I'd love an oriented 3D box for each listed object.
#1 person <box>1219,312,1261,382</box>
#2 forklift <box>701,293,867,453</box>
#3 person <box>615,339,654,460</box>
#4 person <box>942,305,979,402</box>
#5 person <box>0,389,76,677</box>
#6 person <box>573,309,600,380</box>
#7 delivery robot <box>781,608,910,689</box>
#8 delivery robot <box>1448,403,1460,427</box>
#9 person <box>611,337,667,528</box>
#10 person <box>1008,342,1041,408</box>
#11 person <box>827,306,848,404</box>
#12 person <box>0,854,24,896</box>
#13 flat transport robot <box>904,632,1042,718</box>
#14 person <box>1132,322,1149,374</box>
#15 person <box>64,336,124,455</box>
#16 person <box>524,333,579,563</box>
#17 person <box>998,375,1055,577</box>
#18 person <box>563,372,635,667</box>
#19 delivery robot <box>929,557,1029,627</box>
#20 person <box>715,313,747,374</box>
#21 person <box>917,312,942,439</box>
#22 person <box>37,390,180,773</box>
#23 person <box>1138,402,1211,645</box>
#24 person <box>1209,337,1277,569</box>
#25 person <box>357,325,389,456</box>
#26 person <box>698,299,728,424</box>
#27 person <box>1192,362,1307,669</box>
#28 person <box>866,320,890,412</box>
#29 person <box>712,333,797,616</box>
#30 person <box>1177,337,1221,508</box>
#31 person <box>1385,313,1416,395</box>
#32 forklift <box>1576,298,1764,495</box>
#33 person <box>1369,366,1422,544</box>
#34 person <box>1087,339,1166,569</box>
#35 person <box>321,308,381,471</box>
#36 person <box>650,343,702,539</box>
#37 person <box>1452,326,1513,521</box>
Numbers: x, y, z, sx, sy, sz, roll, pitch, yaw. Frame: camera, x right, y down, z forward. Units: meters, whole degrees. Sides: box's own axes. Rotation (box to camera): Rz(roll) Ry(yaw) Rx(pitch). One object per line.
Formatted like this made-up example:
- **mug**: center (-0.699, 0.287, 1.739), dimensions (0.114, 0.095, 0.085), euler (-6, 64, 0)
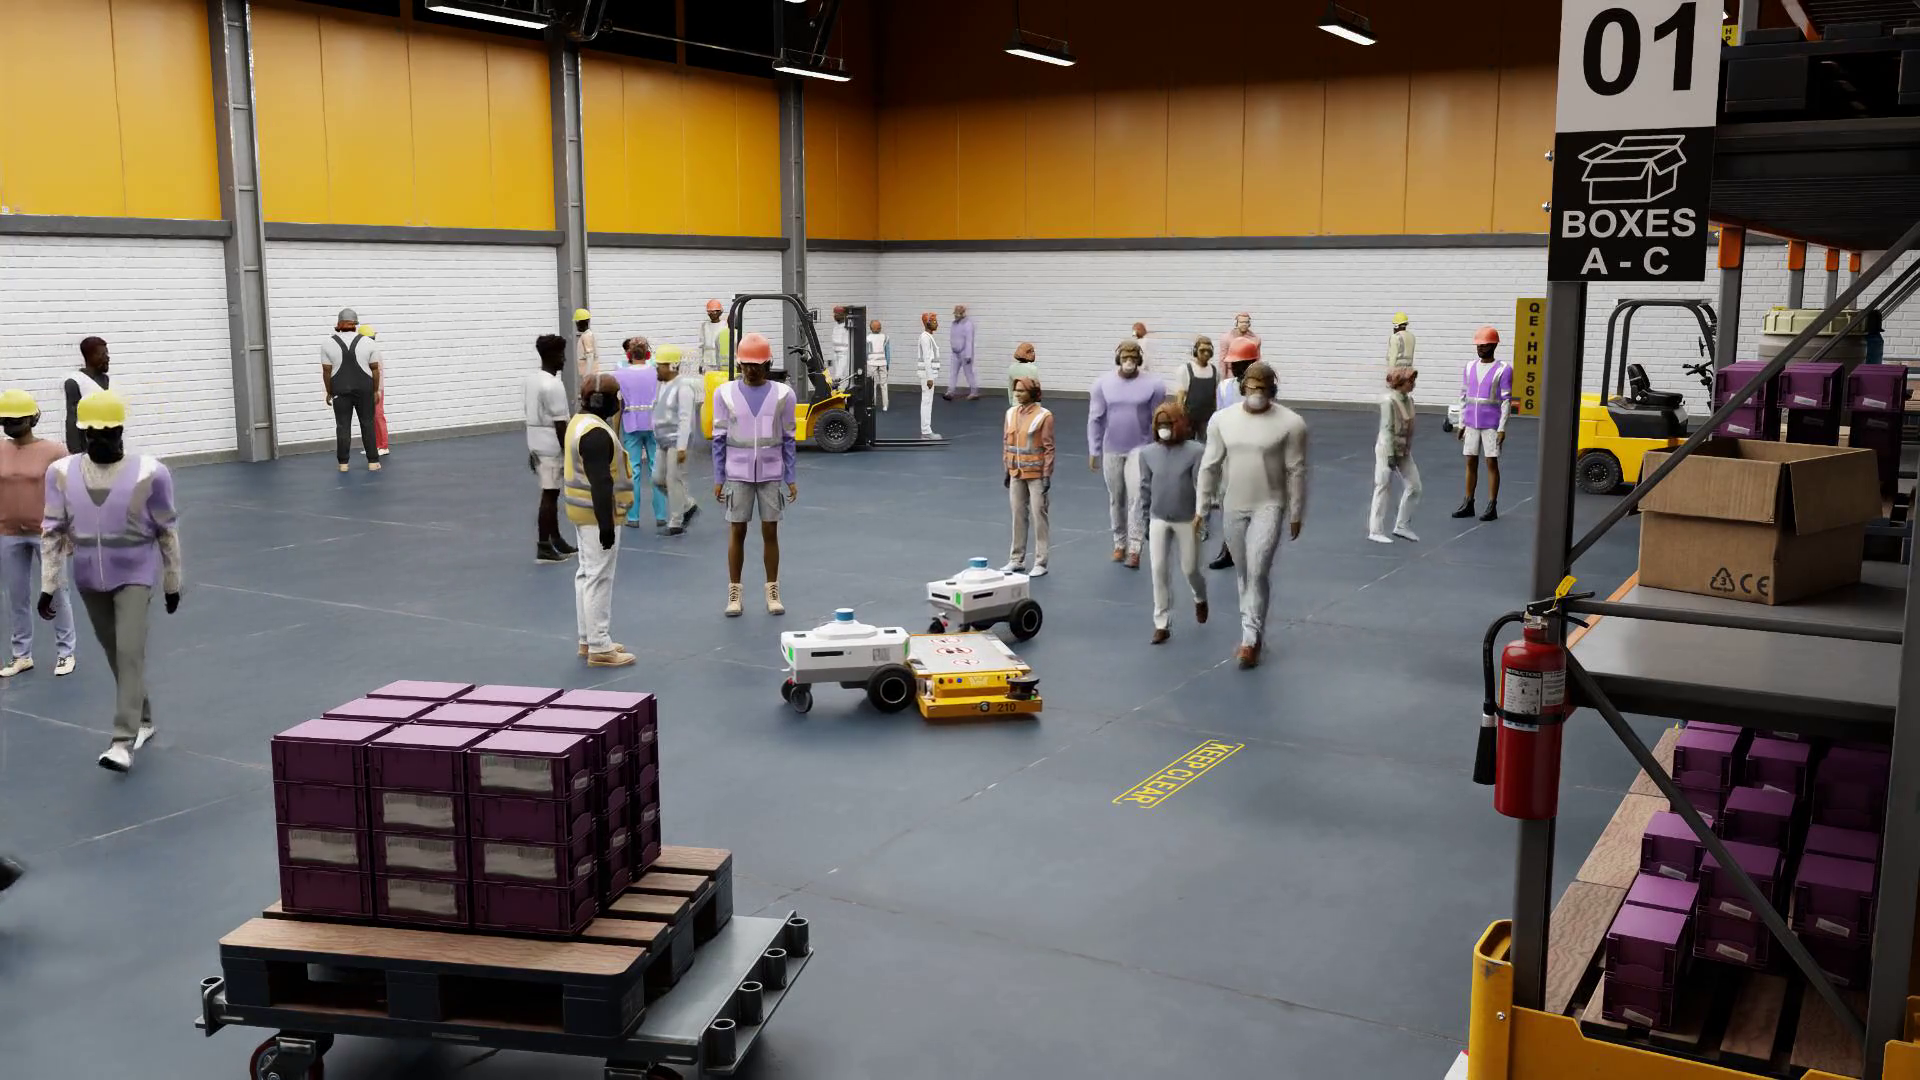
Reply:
- **person**: center (4.058, -2.332, 24.004), dimensions (0.650, 1.904, 0.401), euler (-2, 9, -13)
- **forklift**: center (-2.458, -2.344, 23.176), dimensions (2.313, 2.155, 1.214), euler (0, 9, -2)
- **person**: center (-4.192, -1.804, 21.583), dimensions (0.535, 1.624, 0.941), euler (1, 9, 6)
- **person**: center (0.024, -3.573, 31.950), dimensions (0.980, 1.847, 0.655), euler (-8, 12, -43)
- **person**: center (-5.653, -0.036, 10.106), dimensions (0.533, 1.765, 0.329), euler (-1, 9, -5)
- **person**: center (-5.692, -2.560, 25.366), dimensions (0.384, 1.923, 0.590), euler (-2, 9, -11)
- **delivery robot**: center (-0.651, 0.631, 9.414), dimensions (0.707, 0.478, 0.477), euler (-2, 9, -12)
- **delivery robot**: center (7.862, -1.977, 25.689), dimensions (0.707, 0.478, 0.477), euler (-8, 12, -41)
- **person**: center (-3.072, -1.031, 16.059), dimensions (0.563, 1.847, 0.389), euler (-3, 10, -18)
- **person**: center (0.790, -1.589, 20.204), dimensions (0.284, 1.633, 0.497), euler (-8, 12, -43)
- **person**: center (-2.229, -3.335, 30.388), dimensions (0.594, 1.862, 0.597), euler (-8, 12, -40)
- **person**: center (-3.822, 0.551, 5.961), dimensions (0.528, 1.921, 0.555), euler (-3, 10, -17)
- **flat transport robot**: center (-0.008, 0.761, 9.780), dimensions (0.652, 0.197, 1.431), euler (-2, 9, -12)
- **person**: center (3.011, -2.928, 28.585), dimensions (0.585, 1.610, 0.530), euler (-4, 10, -24)
- **person**: center (-7.578, -0.834, 14.632), dimensions (0.460, 1.908, 0.614), euler (1, 9, 6)
- **person**: center (-3.468, -0.783, 14.190), dimensions (0.422, 1.966, 0.643), euler (-6, 11, -34)
- **person**: center (0.556, -0.519, 13.507), dimensions (0.514, 1.641, 0.315), euler (9, 13, 44)
- **person**: center (-2.262, -0.132, 10.473), dimensions (0.429, 1.839, 0.634), euler (-4, 10, -21)
- **delivery robot**: center (0.129, 0.360, 11.102), dimensions (0.707, 0.478, 0.477), euler (-8, 12, -42)
- **person**: center (-3.519, -2.619, 25.993), dimensions (0.634, 1.839, 0.429), euler (6, 11, 32)
- **person**: center (-0.452, -2.413, 24.573), dimensions (0.355, 1.883, 0.574), euler (0, 9, -2)
- **person**: center (-4.239, 0.203, 8.264), dimensions (0.597, 1.878, 0.982), euler (-1, 9, -4)
- **person**: center (1.470, -0.133, 11.200), dimensions (0.539, 1.608, 0.691), euler (4, 10, 25)
- **person**: center (2.323, -0.697, 13.701), dimensions (0.549, 1.933, 0.373), euler (7, 11, 36)
- **person**: center (-7.953, -2.014, 22.449), dimensions (0.321, 1.765, 0.533), euler (-8, 12, -41)
- **person**: center (-3.965, -2.876, 26.966), dimensions (0.608, 2.044, 0.370), euler (2, 9, 15)
- **person**: center (1.796, -0.160, 10.437), dimensions (0.659, 1.896, 0.858), euler (6, 11, 31)
- **person**: center (-1.484, -3.089, 29.542), dimensions (0.513, 1.642, 0.313), euler (-4, 10, -22)
- **person**: center (-1.465, -0.461, 11.923), dimensions (0.605, 2.033, 0.392), euler (-2, 9, -10)
- **person**: center (2.528, -1.262, 17.687), dimensions (0.508, 1.801, 0.985), euler (-2, 9, -10)
- **person**: center (7.028, -2.722, 26.656), dimensions (0.602, 1.830, 0.404), euler (-8, 12, -41)
- **forklift**: center (7.954, -1.589, 18.462), dimensions (2.313, 2.155, 1.214), euler (5, 11, 30)
- **person**: center (3.980, -0.760, 15.073), dimensions (0.533, 1.619, 0.532), euler (-9, 13, -44)
- **person**: center (1.375, -0.709, 13.875), dimensions (0.631, 1.899, 0.962), euler (2, 9, 14)
- **person**: center (-7.587, -1.881, 20.764), dimensions (0.674, 2.000, 0.535), euler (-3, 10, -17)
- **person**: center (-2.651, -0.920, 15.465), dimensions (0.444, 1.819, 0.595), euler (-7, 11, -36)
- **person**: center (5.213, -1.161, 16.587), dimensions (0.354, 1.939, 0.545), euler (-9, 12, -43)
